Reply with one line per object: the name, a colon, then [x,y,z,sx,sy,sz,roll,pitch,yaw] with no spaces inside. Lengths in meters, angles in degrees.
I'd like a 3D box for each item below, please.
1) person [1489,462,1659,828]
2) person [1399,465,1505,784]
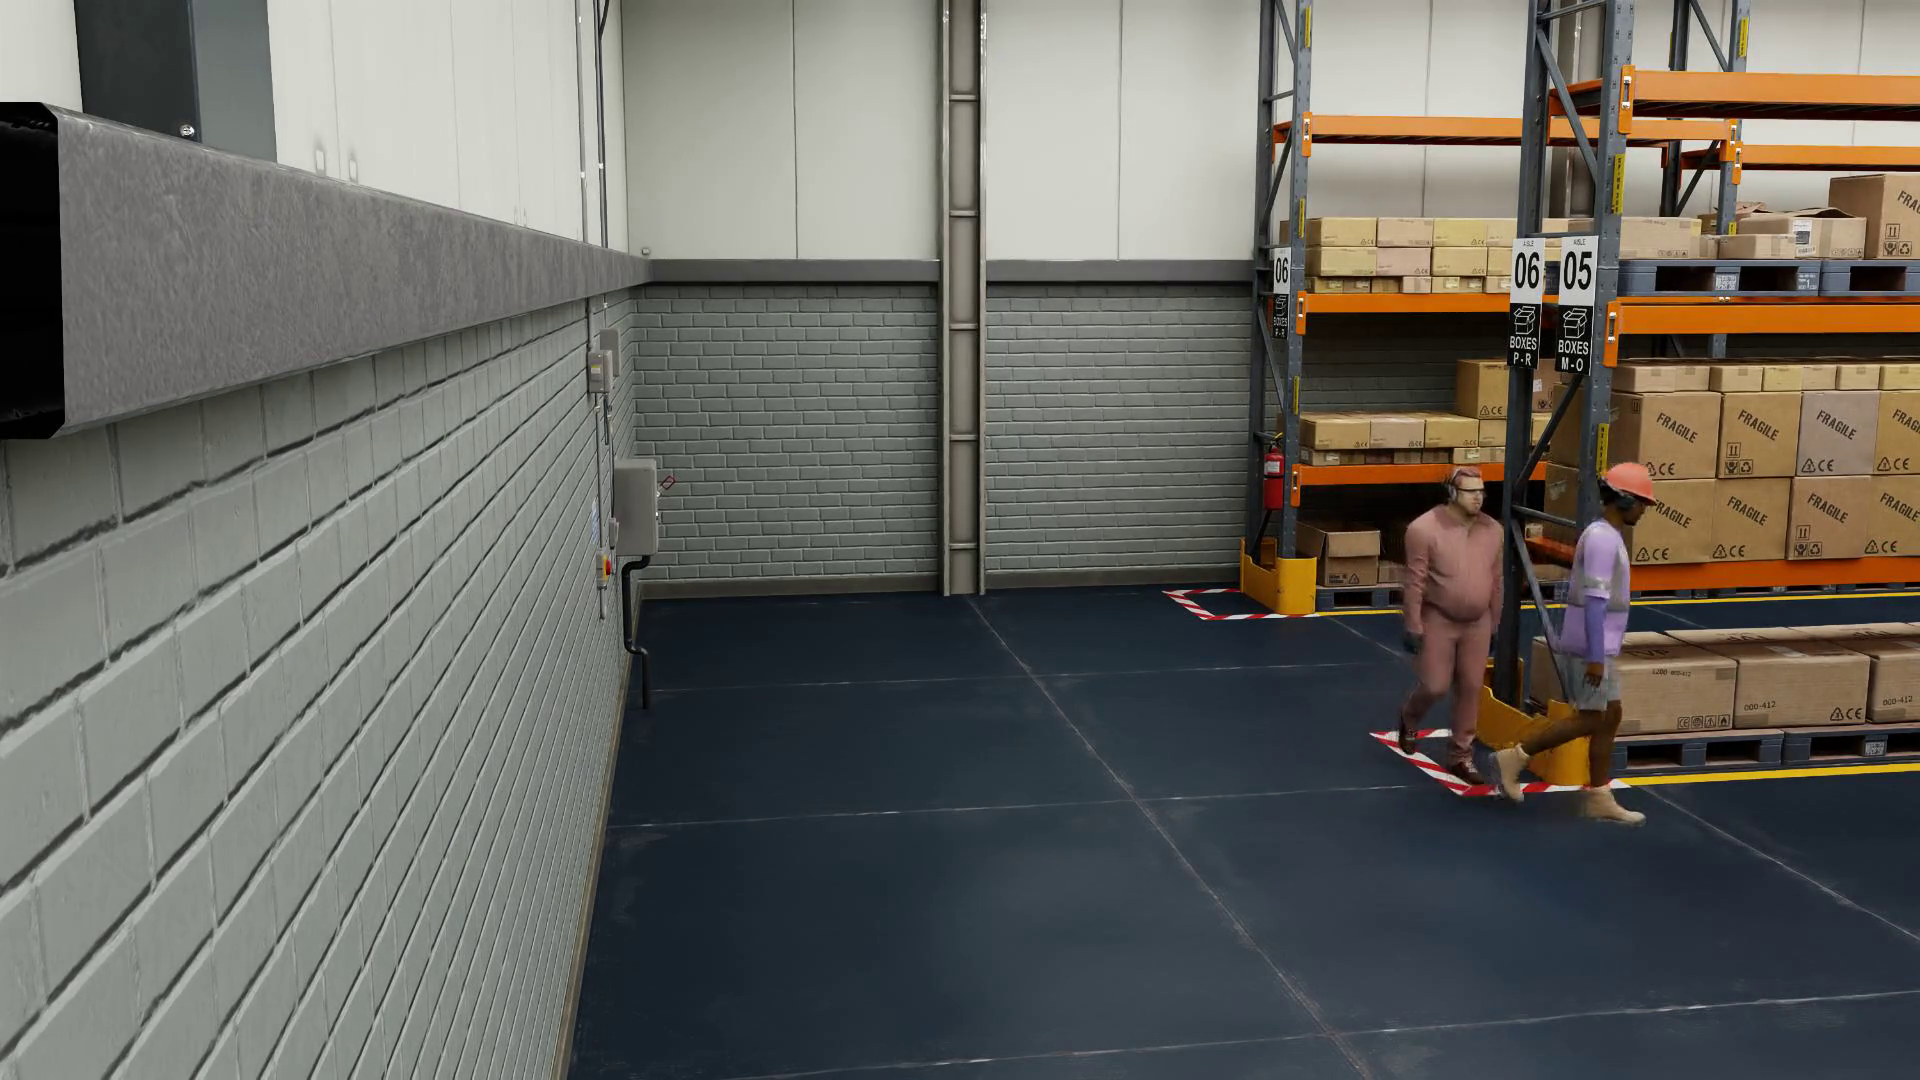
person: [3.396,0.565,9.147,0.753,1.996,0.706,4,10,22]
person: [2.939,0.482,9.968,0.658,1.892,0.590,-2,9,-12]
